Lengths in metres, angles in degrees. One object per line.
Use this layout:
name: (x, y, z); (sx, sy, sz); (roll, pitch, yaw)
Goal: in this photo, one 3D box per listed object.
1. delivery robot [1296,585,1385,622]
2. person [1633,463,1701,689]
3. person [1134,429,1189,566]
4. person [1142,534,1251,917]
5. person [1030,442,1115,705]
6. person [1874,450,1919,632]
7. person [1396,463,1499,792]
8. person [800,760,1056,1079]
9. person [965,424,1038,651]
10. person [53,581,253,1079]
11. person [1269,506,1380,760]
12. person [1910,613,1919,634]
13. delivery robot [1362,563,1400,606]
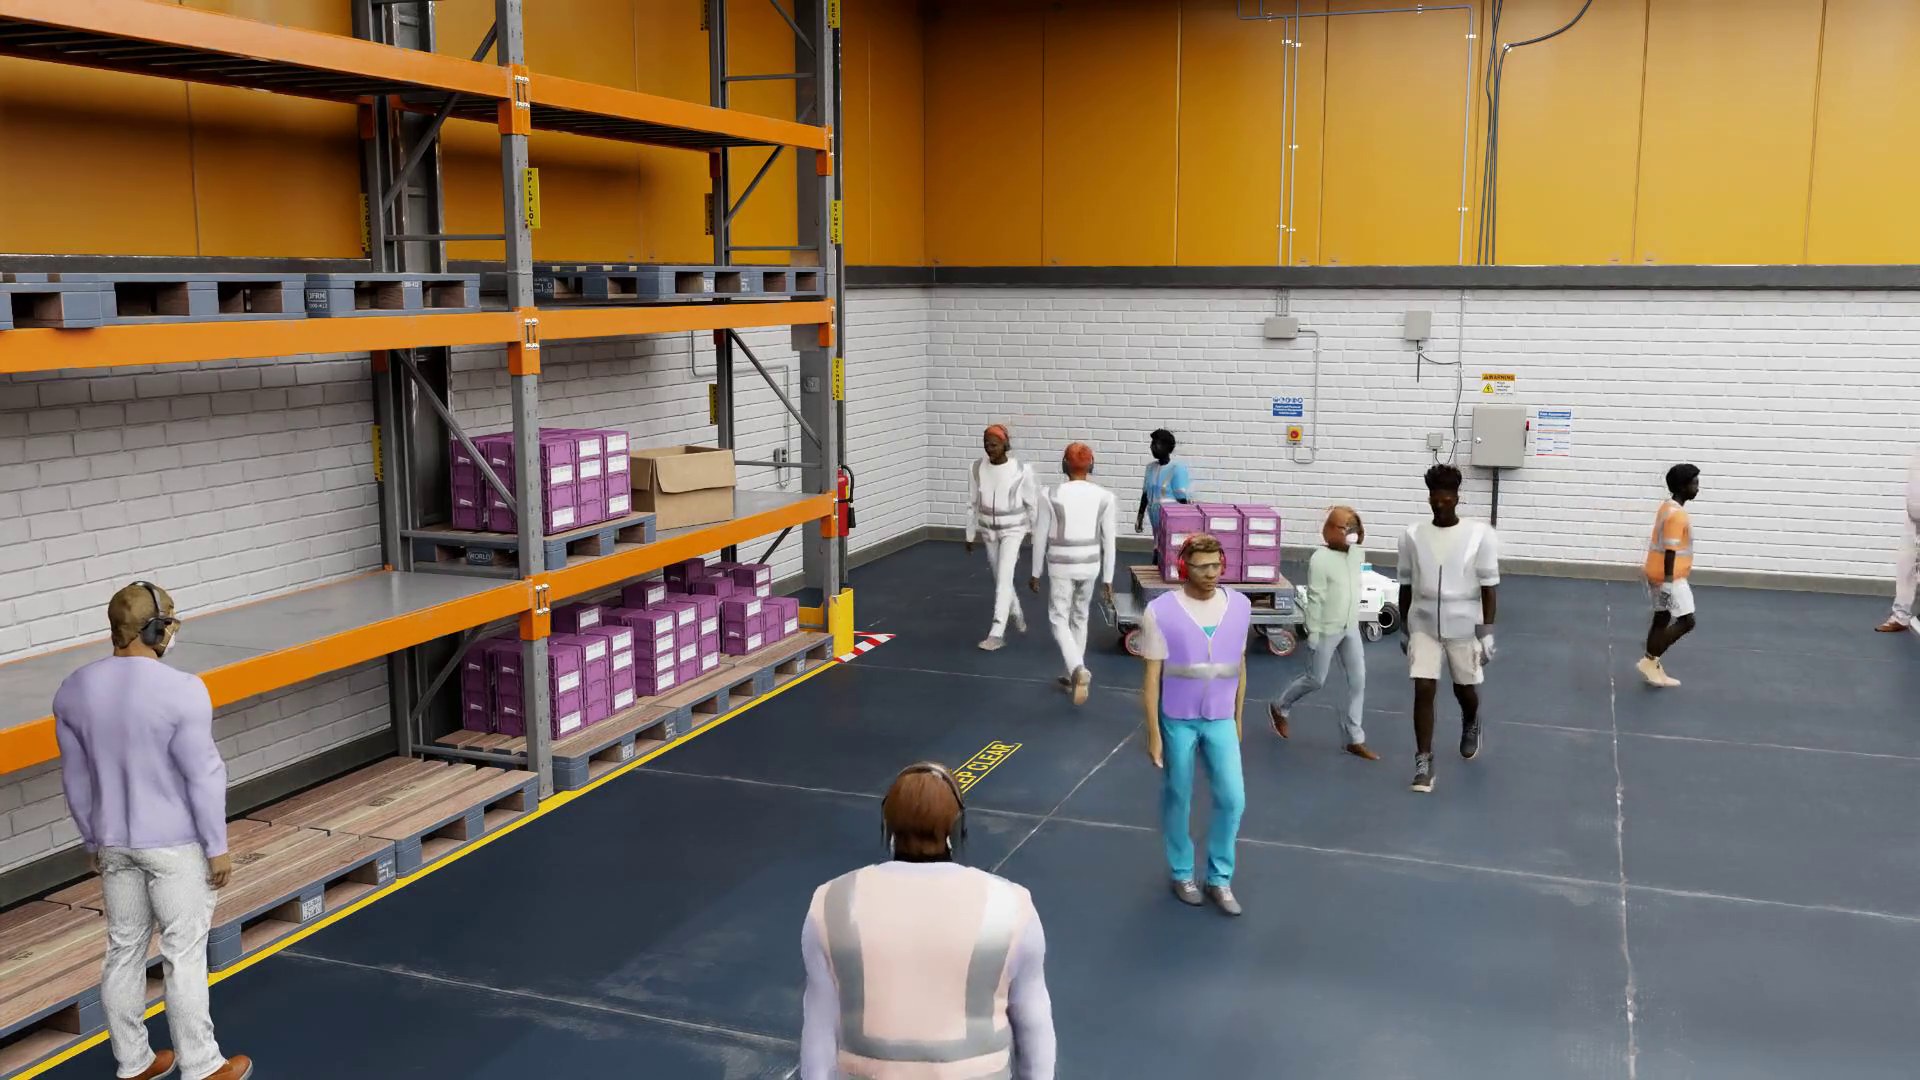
delivery robot: (3.171, 0.508, 13.882); (0.707, 0.478, 0.477); (1, 9, 7)
person: (5.191, 0.272, 12.130); (0.361, 1.687, 0.545); (3, 9, 16)
person: (1.753, -0.160, 14.922); (0.856, 1.652, 0.550); (-5, 10, -27)
person: (1.142, 0.880, 7.862); (0.579, 1.816, 0.646); (-2, 9, -15)
person: (0.830, 0.235, 11.825); (0.590, 1.864, 0.805); (-2, 9, -14)
person: (8.292, -0.131, 14.073); (0.888, 1.878, 0.654); (-2, 9, -15)
person: (2.922, 0.491, 9.961); (0.627, 1.944, 0.820); (5, 10, 28)
person: (-0.080, 1.462, 4.333); (0.650, 1.796, 0.970); (1, 9, 5)
person: (0.370, -0.061, 13.774); (0.625, 1.845, 0.958); (5, 10, 26)
person: (-2.952, 1.110, 6.086); (0.627, 1.933, 0.371); (2, 9, 12)
person: (2.335, 0.559, 10.599); (0.500, 1.604, 0.764); (-6, 11, -35)
person: (8.241, -0.019, 13.350); (0.941, 1.885, 0.604); (8, 12, 42)
delivery robot: (3.484, 0.440, 14.314); (0.707, 0.478, 0.477); (5, 10, 27)
